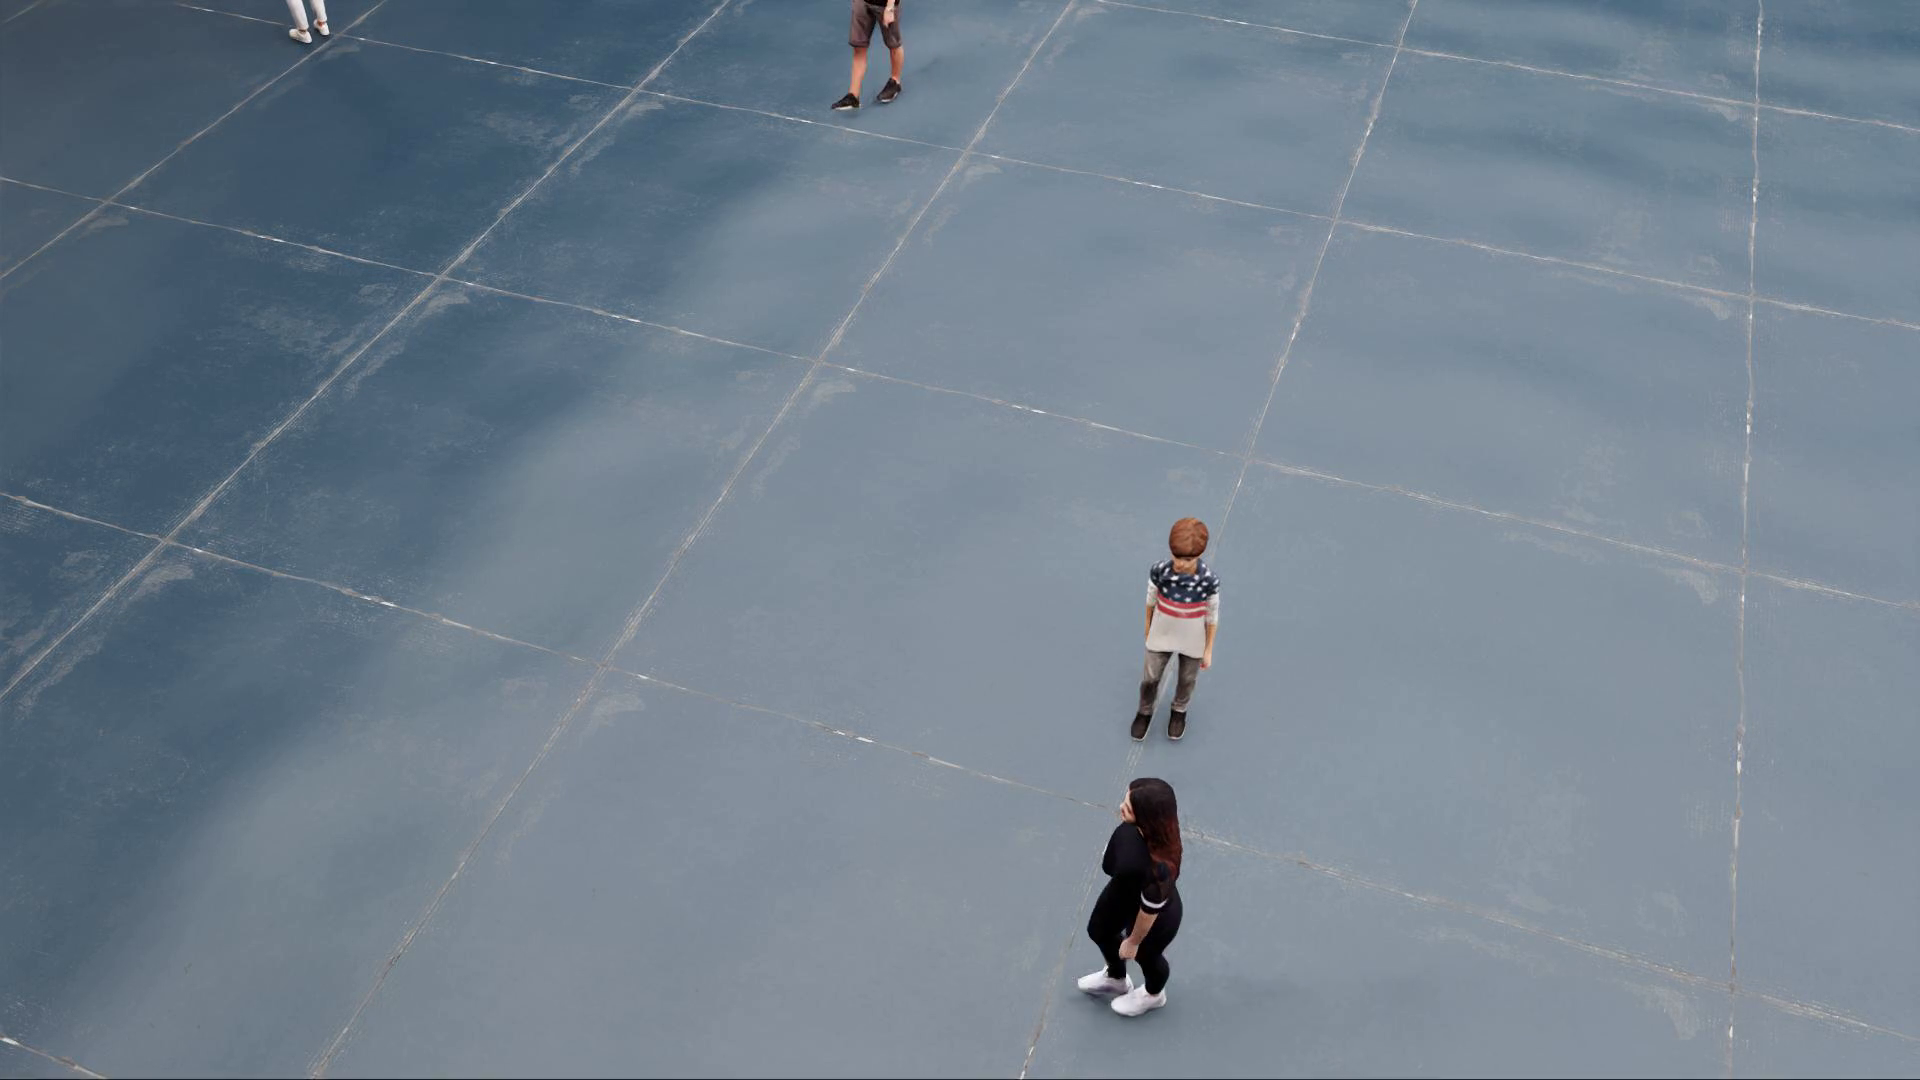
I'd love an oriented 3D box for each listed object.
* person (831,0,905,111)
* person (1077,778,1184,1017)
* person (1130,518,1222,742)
[{"bbox_3d":[-0.602,-4.418,13.457,1.048,1.837,0.935,25,49,25],"label":"person"},{"bbox_3d":[0.874,1.572,7.194,0.762,1.628,0.723,-6,43,-7],"label":"person"},{"bbox_3d":[1.148,0.426,8.564,0.510,1.434,0.614,10,44,10],"label":"person"}]
